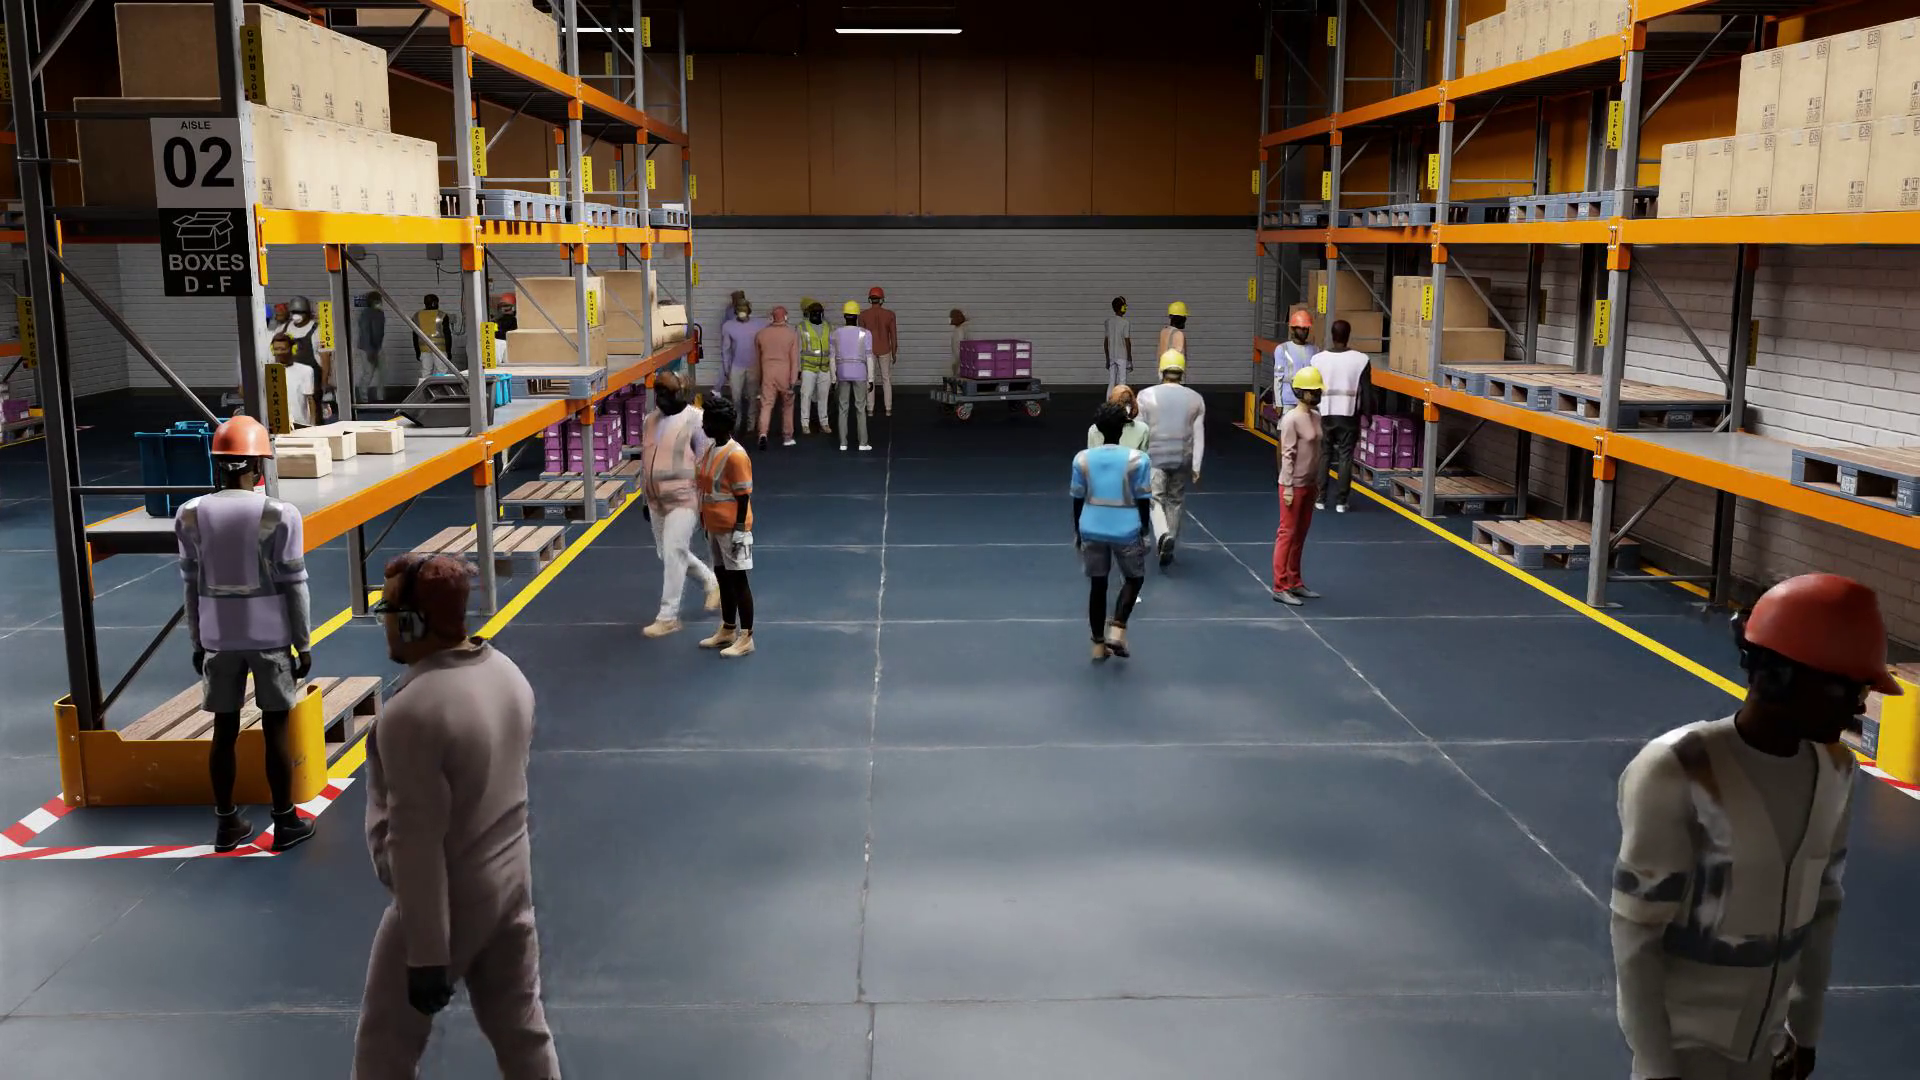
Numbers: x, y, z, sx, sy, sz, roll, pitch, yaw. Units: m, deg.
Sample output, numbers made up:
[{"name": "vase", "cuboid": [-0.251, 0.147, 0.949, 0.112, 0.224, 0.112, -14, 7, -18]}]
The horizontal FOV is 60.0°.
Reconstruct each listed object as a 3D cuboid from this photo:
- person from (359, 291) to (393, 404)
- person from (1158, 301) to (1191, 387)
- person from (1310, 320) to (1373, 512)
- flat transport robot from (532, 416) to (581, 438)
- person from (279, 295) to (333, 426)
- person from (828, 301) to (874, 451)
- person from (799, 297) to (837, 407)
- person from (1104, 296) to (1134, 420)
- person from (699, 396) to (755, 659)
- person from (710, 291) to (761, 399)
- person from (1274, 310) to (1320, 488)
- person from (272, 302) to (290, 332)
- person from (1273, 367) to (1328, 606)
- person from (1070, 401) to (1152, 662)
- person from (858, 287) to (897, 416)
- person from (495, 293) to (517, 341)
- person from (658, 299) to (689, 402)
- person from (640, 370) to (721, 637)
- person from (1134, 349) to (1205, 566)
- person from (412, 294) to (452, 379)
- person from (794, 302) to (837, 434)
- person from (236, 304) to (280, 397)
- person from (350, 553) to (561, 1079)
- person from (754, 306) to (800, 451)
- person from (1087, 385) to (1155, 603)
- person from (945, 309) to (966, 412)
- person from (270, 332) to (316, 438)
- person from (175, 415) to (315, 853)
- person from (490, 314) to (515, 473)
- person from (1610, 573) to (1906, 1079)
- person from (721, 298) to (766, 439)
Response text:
[{"name": "person", "cuboid": [-9.411, -3.030, 26.618, 0.668, 1.894, 0.646, 3, 10, 14]}, {"name": "person", "cuboid": [2.734, -2.068, 21.185, 0.377, 1.925, 0.594, -3, 11, -18]}, {"name": "person", "cuboid": [3.787, -1.235, 16.586, 0.607, 1.911, 0.474, 4, 11, 21]}, {"name": "flat transport robot", "cuboid": [-5.450, -1.577, 23.062, 0.652, 0.197, 1.431, 0, 10, -2]}, {"name": "person", "cuboid": [-8.199, -2.050, 20.769, 0.714, 2.000, 0.540, 1, 10, 8]}, {"name": "person", "cuboid": [-1.387, -2.091, 21.313, 0.585, 1.927, 0.366, 1, 10, 7]}, {"name": "person", "cuboid": [-2.312, -3.033, 26.910, 0.619, 1.801, 0.616, 8, 13, 38]}, {"name": "person", "cuboid": [2.370, -2.684, 24.765, 0.328, 1.876, 0.514, -10, 14, -44]}, {"name": "person", "cuboid": [-1.520, -0.086, 10.776, 0.318, 1.698, 0.539, -6, 12, -31]}, {"name": "person", "cuboid": [-3.783, -3.273, 28.061, 0.955, 1.864, 0.654, -4, 11, -21]}, {"name": "person", "cuboid": [3.668, -1.518, 18.082, 0.545, 1.942, 0.350, -4, 11, -19]}, {"name": "person", "cuboid": [-9.098, -2.242, 22.306, 0.600, 1.866, 0.595, 5, 11, 26]}, {"name": "person", "cuboid": [2.552, -0.406, 12.373, 0.331, 1.767, 0.527, 8, 13, 36]}, {"name": "person", "cuboid": [0.964, -0.047, 10.587, 0.547, 1.682, 0.370, 4, 11, 21]}, {"name": "person", "cuboid": [-1.279, -2.903, 25.657, 0.617, 1.989, 0.392, -1, 10, -8]}, {"name": "person", "cuboid": [-6.206, -2.428, 23.068, 0.633, 1.991, 0.501, 5, 11, 24]}, {"name": "person", "cuboid": [-4.443, -2.801, 25.616, 0.808, 1.803, 0.590, 5, 11, 27]}, {"name": "person", "cuboid": [-1.933, -0.281, 11.548, 0.635, 1.815, 0.817, 8, 13, 37]}, {"name": "person", "cuboid": [1.720, -0.660, 13.678, 0.586, 1.808, 0.716, -1, 10, -7]}, {"name": "person", "cuboid": [-8.525, -3.057, 26.943, 0.622, 1.840, 0.430, 1, 10, 4]}, {"name": "person", "cuboid": [-2.008, -2.398, 23.271, 0.630, 1.839, 0.429, -5, 11, -25]}, {"name": "person", "cuboid": [-8.631, -1.960, 20.630, 0.634, 1.916, 0.617, -7, 13, -36]}, {"name": "person", "cuboid": [-1.468, 0.957, 4.477, 0.918, 1.865, 0.680, 3, 11, 14]}, {"name": "person", "cuboid": [-2.390, -2.097, 21.556, 0.644, 1.860, 0.952, 2, 10, 12]}, {"name": "person", "cuboid": [1.191, -0.333, 12.334, 0.528, 1.631, 0.316, -4, 11, -19]}, {"name": "person", "cuboid": [-0.058, -2.821, 26.237, 0.485, 1.616, 0.516, -2, 10, -13]}, {"name": "person", "cuboid": [-6.259, -1.011, 15.542, 0.530, 1.832, 0.879, 0, 10, -1]}, {"name": "person", "cuboid": [-3.124, 0.418, 7.334, 0.541, 1.932, 0.382, -1, 10, -3]}, {"name": "person", "cuboid": [-5.445, -1.697, 19.315, 0.555, 1.864, 0.331, -3, 11, -15]}, {"name": "person", "cuboid": [1.659, 1.050, 3.579, 0.639, 2.010, 0.515, -4, 11, -23]}, {"name": "person", "cuboid": [-2.913, -2.322, 22.620, 0.646, 1.923, 0.484, -1, 10, -5]}]
